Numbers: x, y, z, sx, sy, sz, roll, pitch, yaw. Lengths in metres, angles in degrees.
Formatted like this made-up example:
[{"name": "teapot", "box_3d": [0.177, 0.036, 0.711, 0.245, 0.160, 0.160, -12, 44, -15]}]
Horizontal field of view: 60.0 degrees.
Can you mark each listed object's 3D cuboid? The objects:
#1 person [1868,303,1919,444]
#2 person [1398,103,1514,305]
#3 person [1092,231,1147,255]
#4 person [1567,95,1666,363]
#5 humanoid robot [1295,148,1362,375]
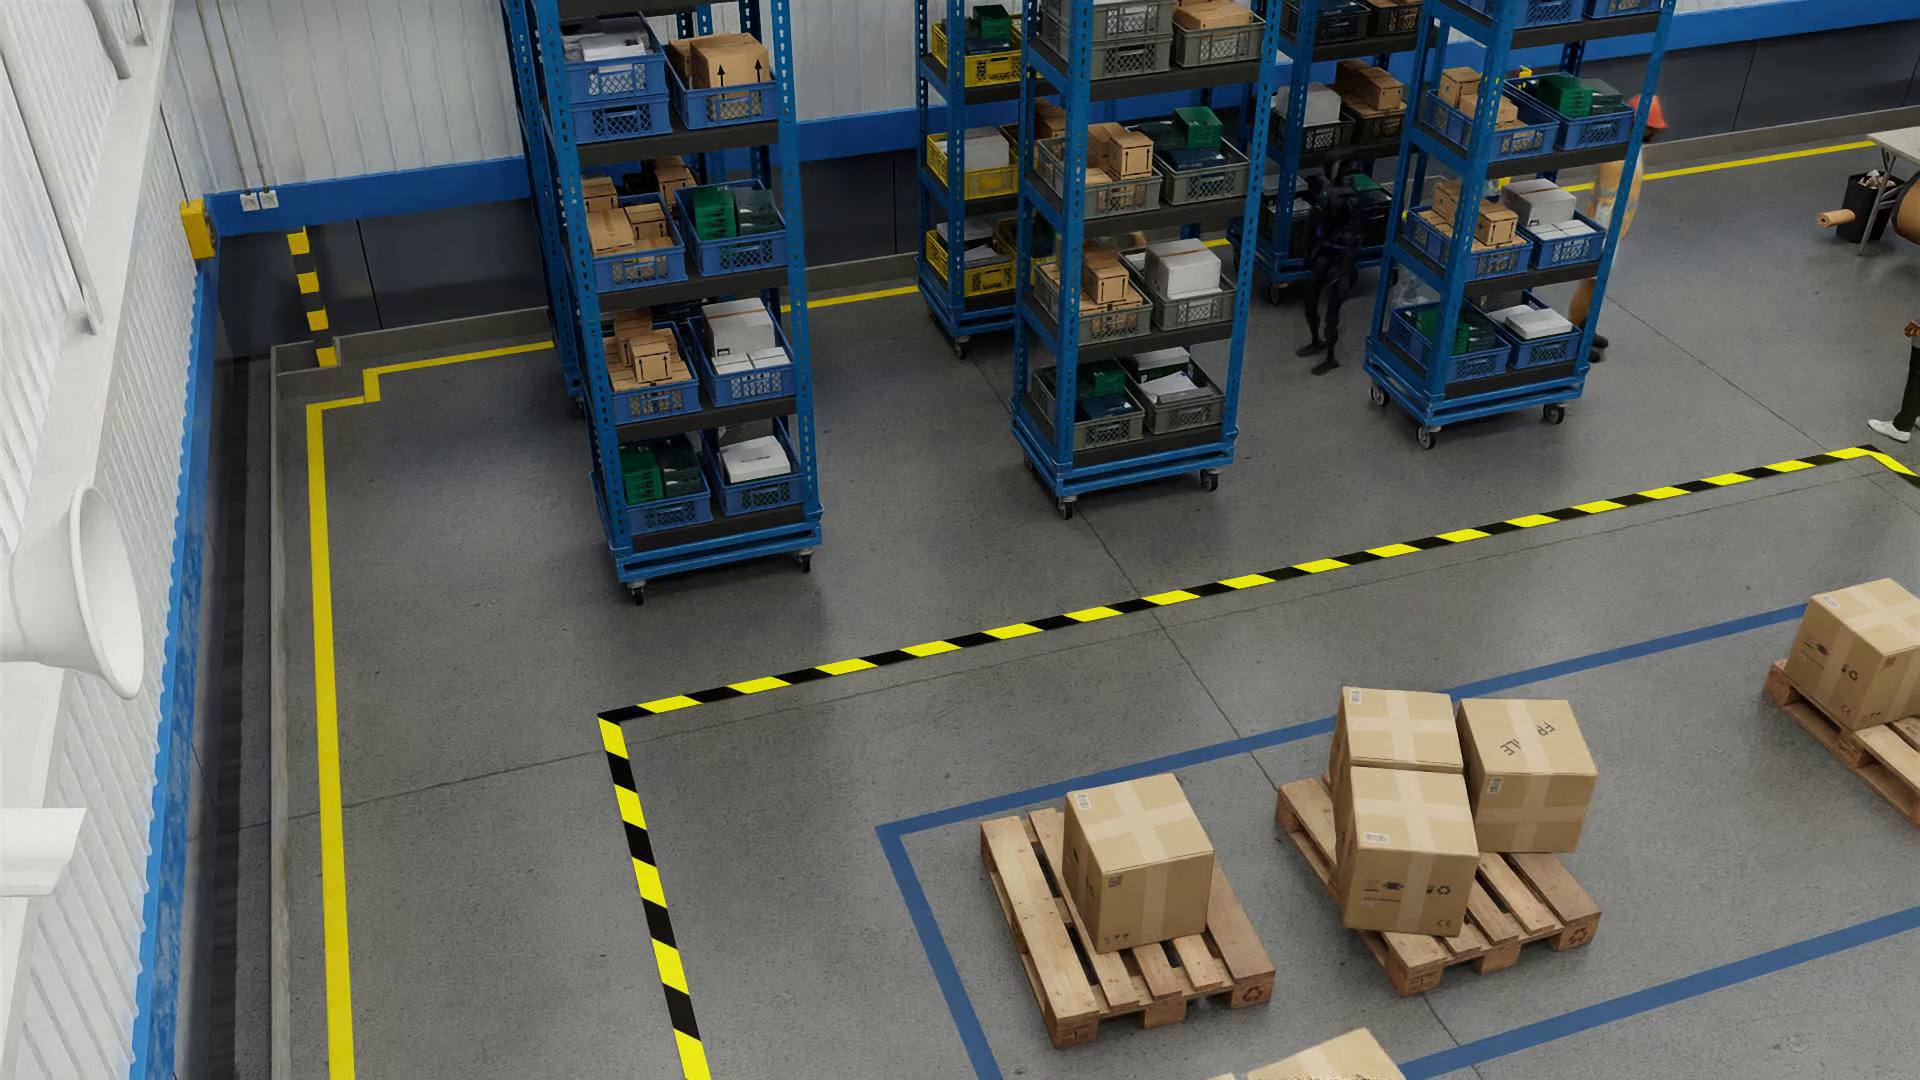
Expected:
[{"name": "person", "box_3d": [6.410, -1.500, 10.808, 0.598, 1.850, 0.387, -12, 37, -16]}, {"name": "person", "box_3d": [3.801, -2.500, 12.362, 0.948, 1.682, 0.492, -10, 36, -13]}, {"name": "person", "box_3d": [1.080, -1.892, 11.395, 0.828, 1.809, 0.581, -13, 37, -18]}, {"name": "person", "box_3d": [4.593, -2.201, 11.730, 0.373, 1.933, 0.550, 21, 40, 27]}, {"name": "humanoid robot", "box_3d": [2.591, -1.970, 11.635, 0.327, 1.647, 0.584, -15, 38, -20]}]
